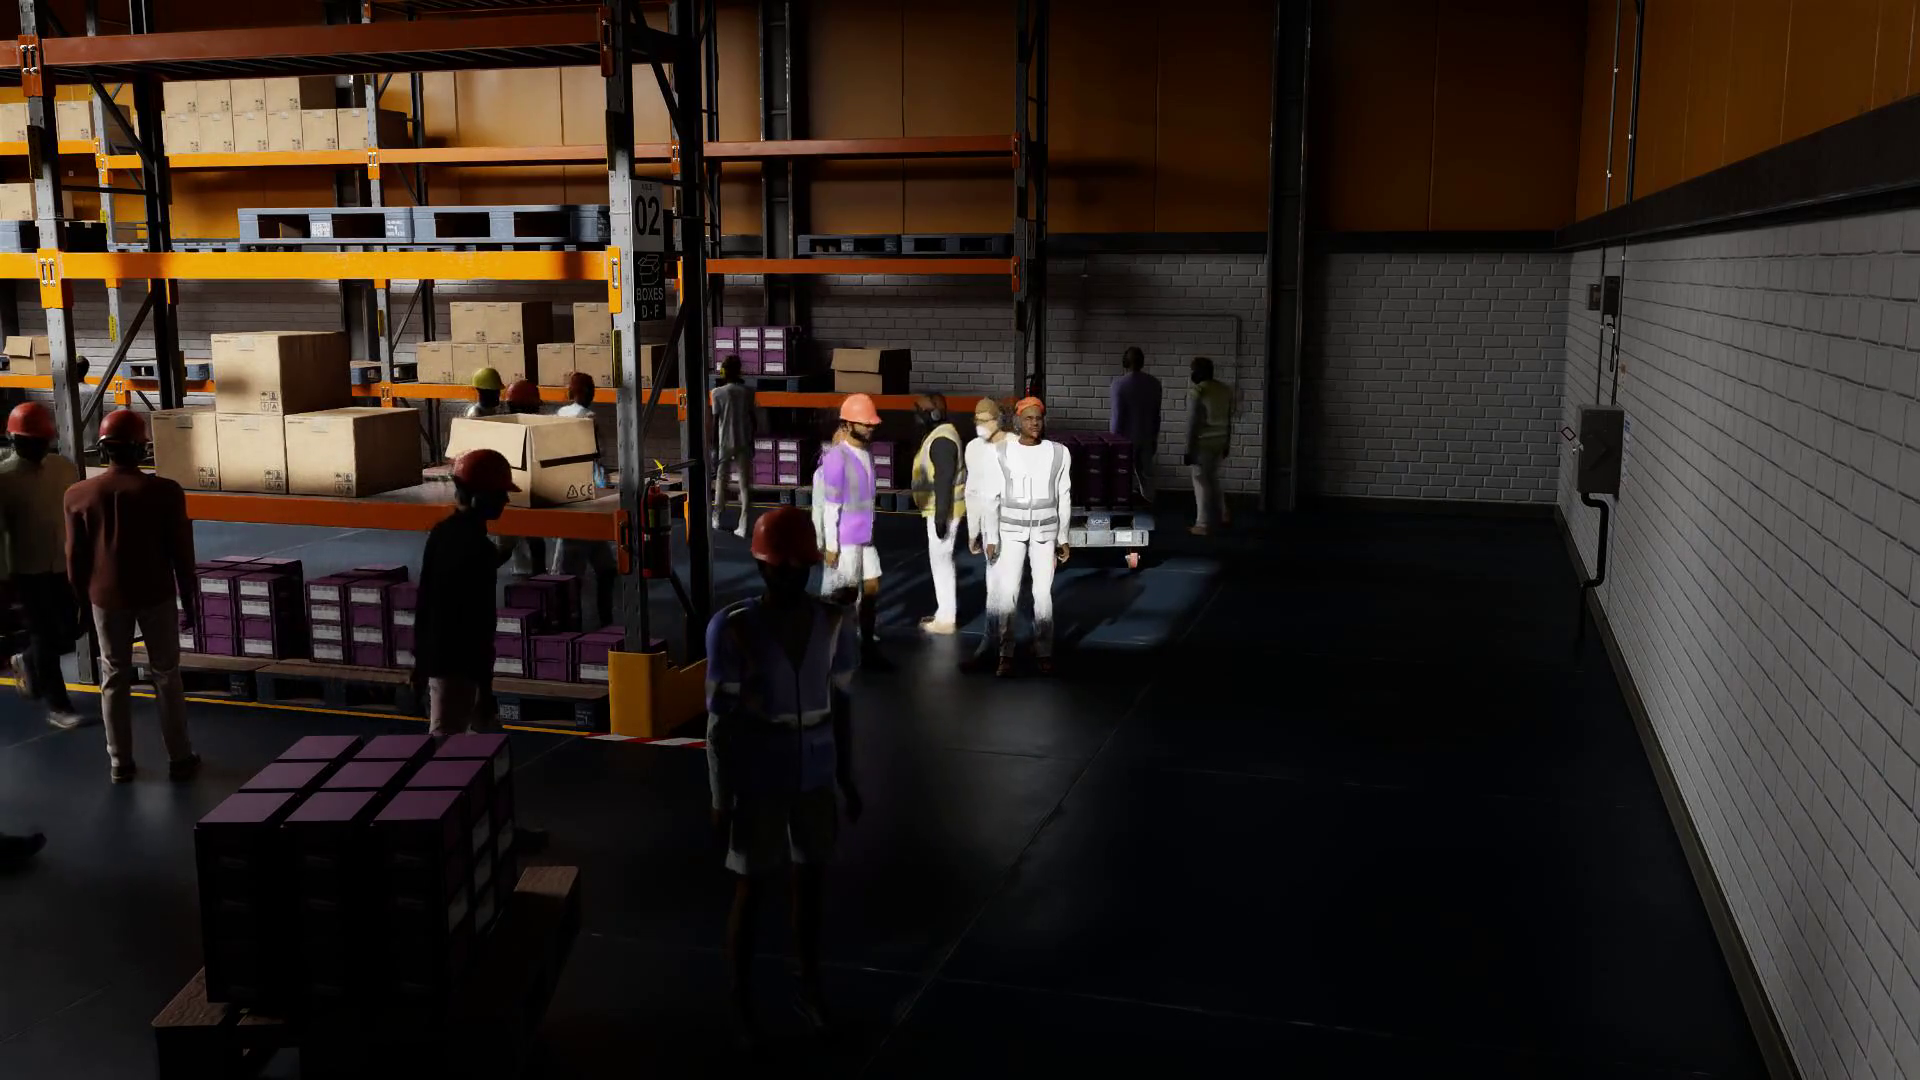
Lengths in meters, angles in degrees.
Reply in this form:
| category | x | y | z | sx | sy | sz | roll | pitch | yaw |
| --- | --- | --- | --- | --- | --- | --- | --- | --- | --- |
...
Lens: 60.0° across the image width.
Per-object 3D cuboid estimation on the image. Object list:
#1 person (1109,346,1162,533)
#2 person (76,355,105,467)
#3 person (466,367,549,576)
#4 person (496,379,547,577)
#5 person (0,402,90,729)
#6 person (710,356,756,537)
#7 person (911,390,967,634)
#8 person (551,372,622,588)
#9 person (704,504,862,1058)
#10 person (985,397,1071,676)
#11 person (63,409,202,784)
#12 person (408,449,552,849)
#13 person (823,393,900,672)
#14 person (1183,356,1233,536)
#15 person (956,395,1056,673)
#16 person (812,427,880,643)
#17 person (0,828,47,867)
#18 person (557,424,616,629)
| category | x | y | z | sx | sy | sz | roll | pitch | yaw |
| --- | --- | --- | --- | --- | --- | --- | --- | --- | --- |
| person | 1.783 | -1.014 | 17.054 | 0.635 | 1.937 | 0.352 | -6 | 11 | -31 |
| person | -8.864 | -0.941 | 16.822 | 0.319 | 1.870 | 0.532 | 3 | 10 | 16 |
| person | -4.183 | -0.598 | 14.684 | 0.932 | 1.881 | 0.597 | -2 | 9 | -10 |
| person | -3.478 | -0.283 | 12.740 | 0.950 | 1.904 | 0.561 | -2 | 10 | -14 |
| person | -5.531 | 0.146 | 9.928 | 0.722 | 1.961 | 0.655 | 5 | 10 | 26 |
| person | -2.374 | -0.974 | 17.126 | 0.559 | 1.828 | 0.915 | -5 | 11 | -28 |
| person | -0.152 | -0.214 | 12.525 | 0.435 | 1.829 | 0.657 | -1 | 9 | -3 |
| person | -3.172 | -0.514 | 14.308 | 0.955 | 1.832 | 0.626 | -7 | 12 | -37 |
| person | -0.607 | 0.831 | 5.817 | 0.552 | 1.934 | 0.376 | -5 | 11 | -28 |
| person | 0.458 | -0.021 | 11.165 | 0.581 | 1.884 | 0.351 | -1 | 9 | -4 |
| person | -4.402 | 0.300 | 8.874 | 0.613 | 1.994 | 0.395 | -2 | 10 | -14 |
| person | -2.363 | 0.558 | 7.499 | 0.954 | 1.944 | 0.646 | -6 | 11 | -32 |
| person | -0.802 | -0.042 | 11.247 | 0.729 | 1.918 | 0.560 | 4 | 10 | 23 |
| person | 2.507 | -0.953 | 16.997 | 0.669 | 1.836 | 0.433 | -8 | 12 | -41 |
| person | 0.362 | -0.065 | 11.461 | 0.954 | 1.893 | 0.678 | -8 | 12 | -40 |
| person | -0.829 | -0.029 | 12.093 | 0.521 | 1.592 | 0.658 | -6 | 11 | -30 |
| person | -4.740 | 0.660 | 7.379 | 1.000 | 1.779 | 0.611 | -7 | 11 | -36 |
| person | -2.768 | -0.035 | 11.922 | 0.773 | 1.669 | 0.538 | 3 | 10 | 20 |
